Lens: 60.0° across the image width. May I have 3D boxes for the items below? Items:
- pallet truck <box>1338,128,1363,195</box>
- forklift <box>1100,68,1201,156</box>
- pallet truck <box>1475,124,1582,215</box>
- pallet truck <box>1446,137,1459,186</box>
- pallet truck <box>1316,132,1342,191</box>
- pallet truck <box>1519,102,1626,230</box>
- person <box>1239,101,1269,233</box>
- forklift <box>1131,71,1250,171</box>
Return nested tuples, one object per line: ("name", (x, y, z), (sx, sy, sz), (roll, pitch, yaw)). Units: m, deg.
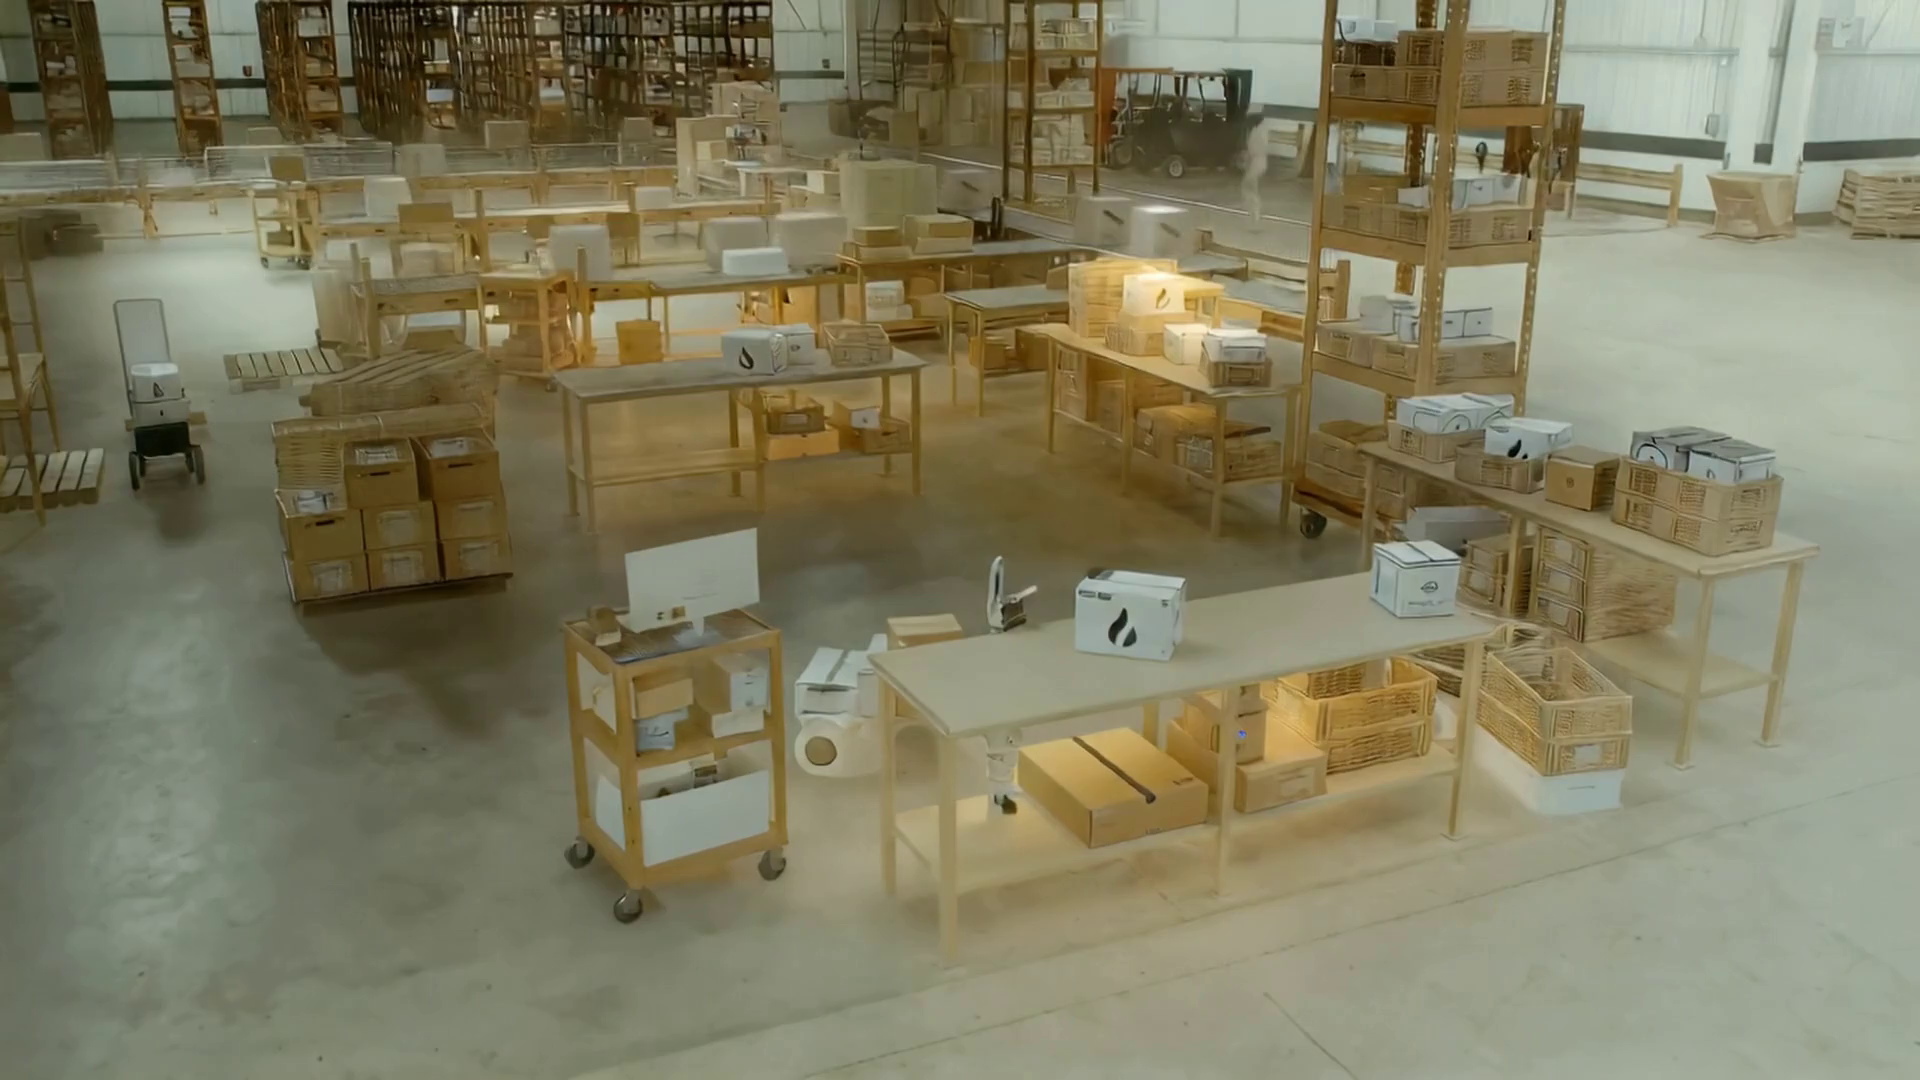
("pallet truck", (7.845, -7.140, 31.411), (1.522, 1.261, 0.704), (-9, 20, -25))
("forklift", (4.082, -9.564, 37.410), (2.680, 1.987, 1.157), (-8, 19, -23))
("pallet truck", (9.707, -6.455, 28.103), (1.885, 1.965, 0.823), (-7, 19, -20))
("pallet truck", (9.184, -6.485, 29.328), (1.630, 1.274, 0.653), (-8, 19, -23))
("pallet truck", (7.723, -7.504, 32.656), (1.601, 1.201, 0.680), (-8, 19, -23))
("pallet truck", (9.972, -6.037, 26.785), (1.885, 1.965, 0.823), (-9, 20, -25))
("person", (4.609, -5.835, 26.090), (0.420, 2.032, 0.632), (6, 18, 17))
("forklift", (4.998, -8.936, 35.413), (2.680, 1.987, 1.157), (-9, 20, -25))
